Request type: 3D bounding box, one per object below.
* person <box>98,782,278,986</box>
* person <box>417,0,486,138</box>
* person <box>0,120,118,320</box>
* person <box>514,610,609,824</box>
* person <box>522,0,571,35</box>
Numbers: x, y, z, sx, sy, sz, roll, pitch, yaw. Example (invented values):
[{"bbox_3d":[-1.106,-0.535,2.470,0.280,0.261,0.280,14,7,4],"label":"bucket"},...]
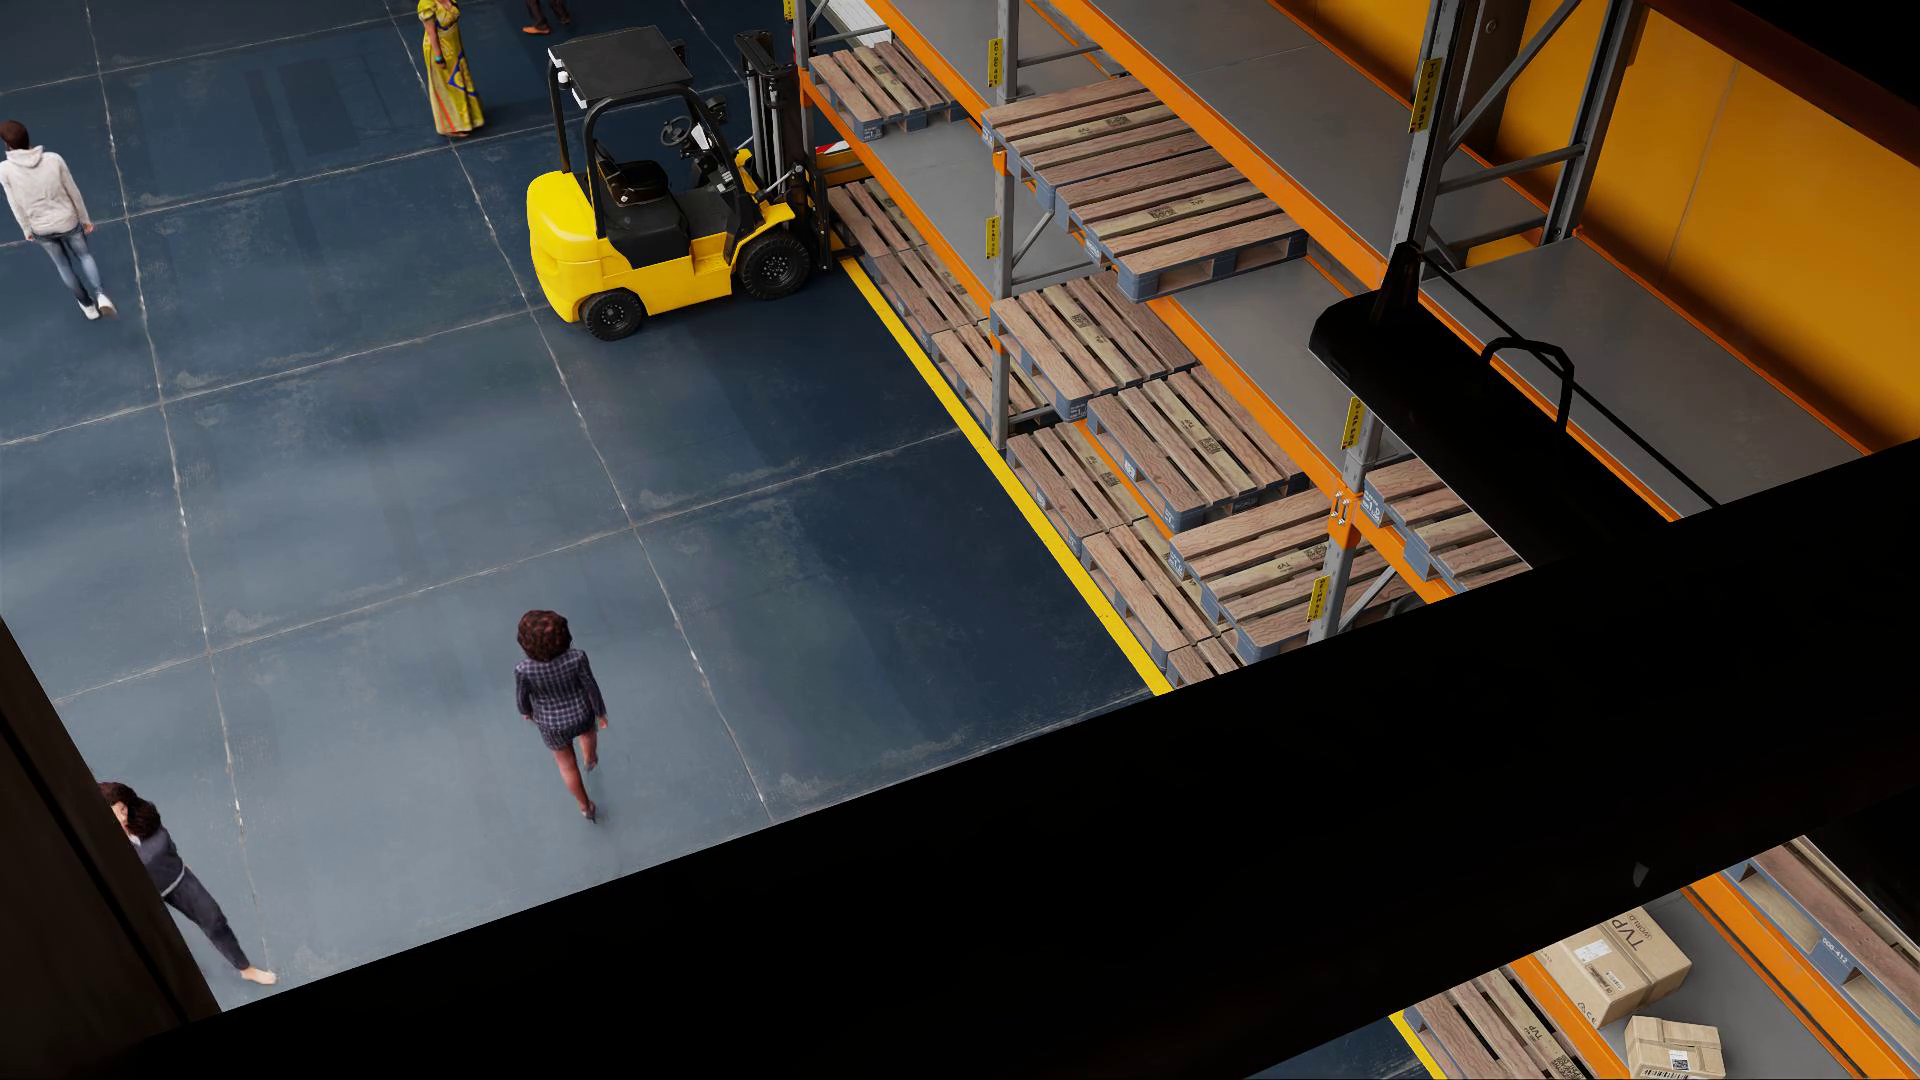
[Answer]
[{"bbox_3d":[-4.404,1.862,8.970,1.053,1.741,0.972,17,46,17],"label":"person"},{"bbox_3d":[-4.921,-4.686,15.904,1.041,1.657,0.939,7,44,7],"label":"person"},{"bbox_3d":[-7.333,-2.526,13.505,0.780,1.839,0.976,-27,50,-25],"label":"person"},{"bbox_3d":[-2.312,1.113,9.804,0.701,1.676,0.866,-13,45,-13],"label":"person"},{"bbox_3d":[-4.487,-6.132,17.339,0.934,1.772,0.896,-29,51,-27],"label":"person"}]
